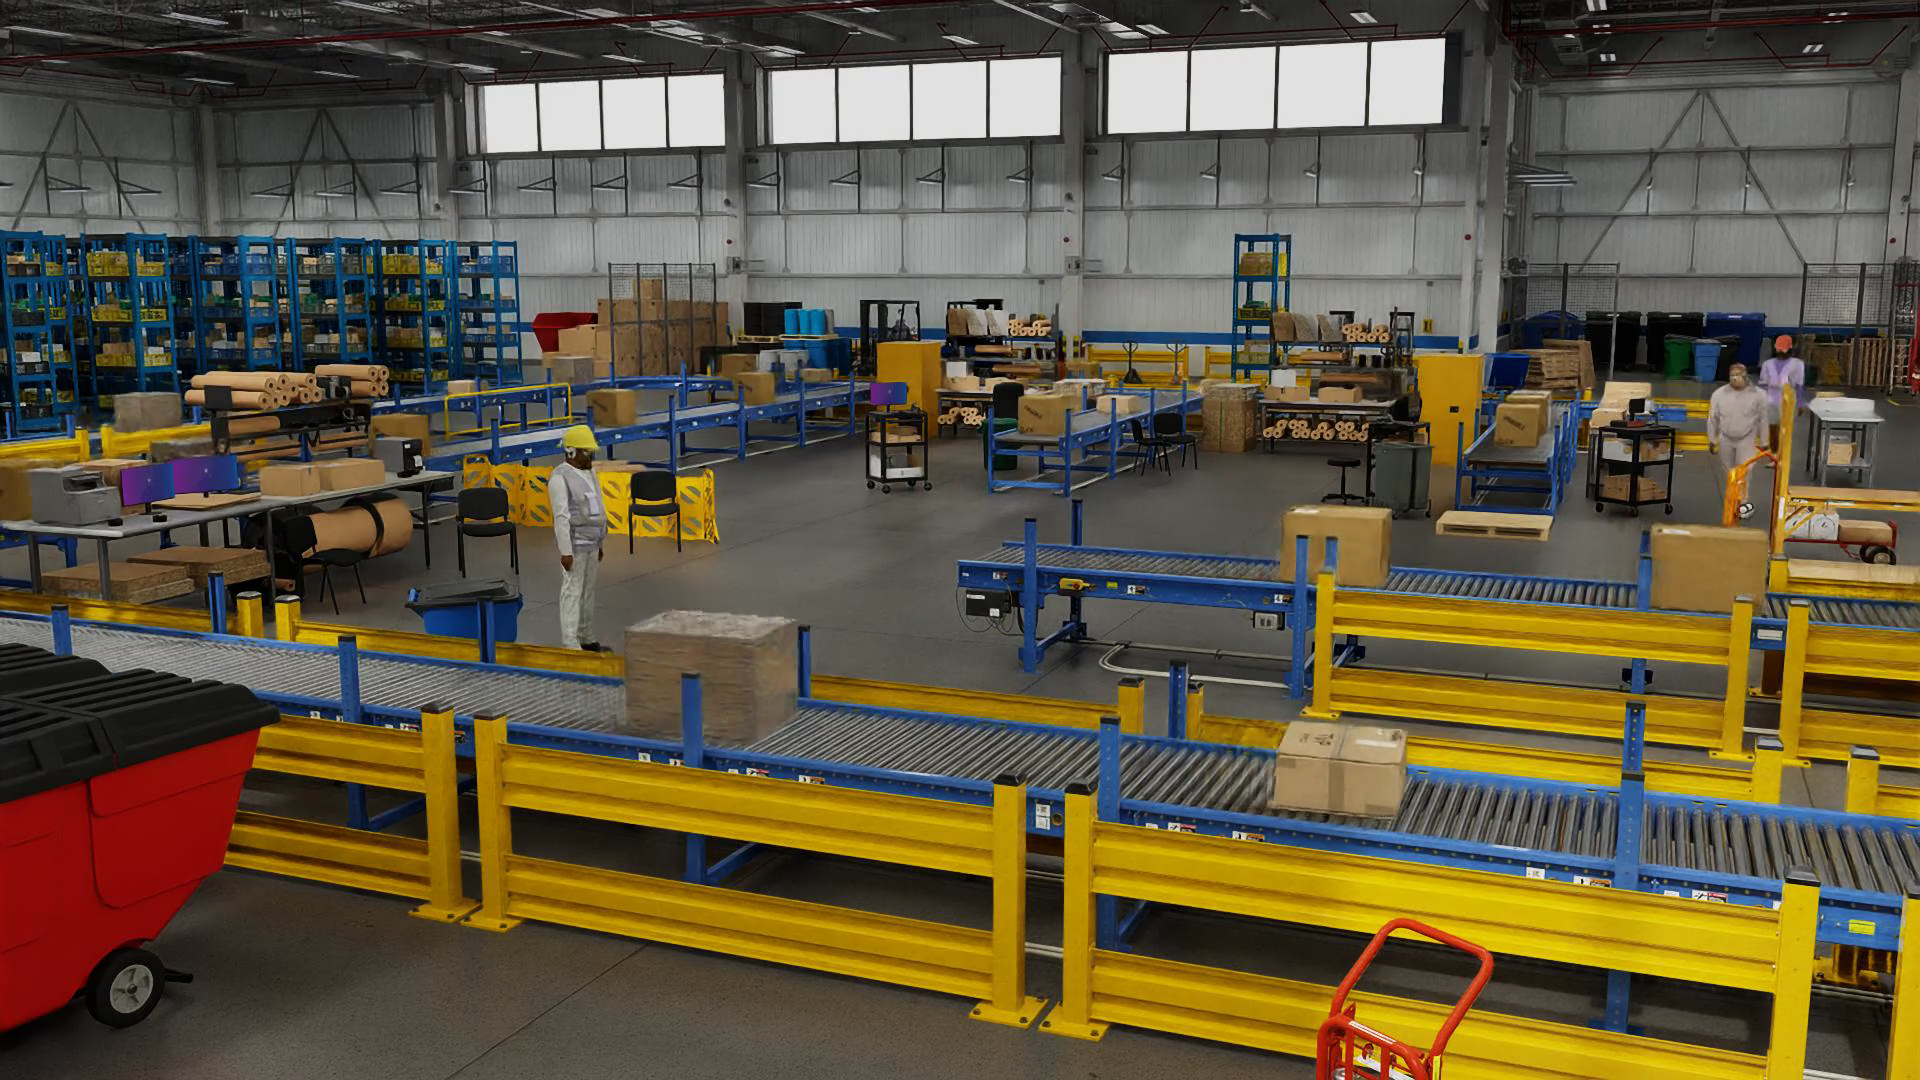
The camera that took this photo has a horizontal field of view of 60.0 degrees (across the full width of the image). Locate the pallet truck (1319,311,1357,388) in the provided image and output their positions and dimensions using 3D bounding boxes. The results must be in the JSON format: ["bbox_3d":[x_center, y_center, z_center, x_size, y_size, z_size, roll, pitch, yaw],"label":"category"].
[{"bbox_3d":[9.071,-4.419,39.190,0.823,1.965,1.885,5,10,26],"label":"pallet truck"}]

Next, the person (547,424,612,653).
[{"bbox_3d":[-2.906,0.026,12.758,0.404,1.833,0.589,2,10,12],"label":"person"}]

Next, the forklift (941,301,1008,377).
[{"bbox_3d":[0.365,-4.966,41.571,1.157,1.987,2.680,3,10,20],"label":"forklift"}]

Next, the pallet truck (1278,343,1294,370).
[{"bbox_3d":[7.886,-4.163,39.743,0.653,1.274,1.630,4,10,22],"label":"pallet truck"}]

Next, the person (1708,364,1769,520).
[{"bbox_3d":[9.242,-1.156,19.826,0.649,1.856,1.005,7,12,37],"label":"person"}]

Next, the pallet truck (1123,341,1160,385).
[{"bbox_3d":[4.445,-4.380,41.279,0.680,1.201,1.601,4,10,22],"label":"pallet truck"}]

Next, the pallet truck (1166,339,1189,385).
[{"bbox_3d":[5.418,-4.269,40.420,0.704,1.261,1.522,3,10,20],"label":"pallet truck"}]

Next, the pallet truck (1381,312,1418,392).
[{"bbox_3d":[10.207,-4.283,38.369,0.823,1.965,1.885,3,10,20],"label":"pallet truck"}]

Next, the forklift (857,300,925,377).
[{"bbox_3d":[-1.732,-5.109,42.468,1.157,1.987,2.680,4,10,22],"label":"forklift"}]

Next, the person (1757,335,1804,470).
[{"bbox_3d":[12.121,-2.036,24.693,0.694,2.012,0.648,-9,13,-42],"label":"person"}]
